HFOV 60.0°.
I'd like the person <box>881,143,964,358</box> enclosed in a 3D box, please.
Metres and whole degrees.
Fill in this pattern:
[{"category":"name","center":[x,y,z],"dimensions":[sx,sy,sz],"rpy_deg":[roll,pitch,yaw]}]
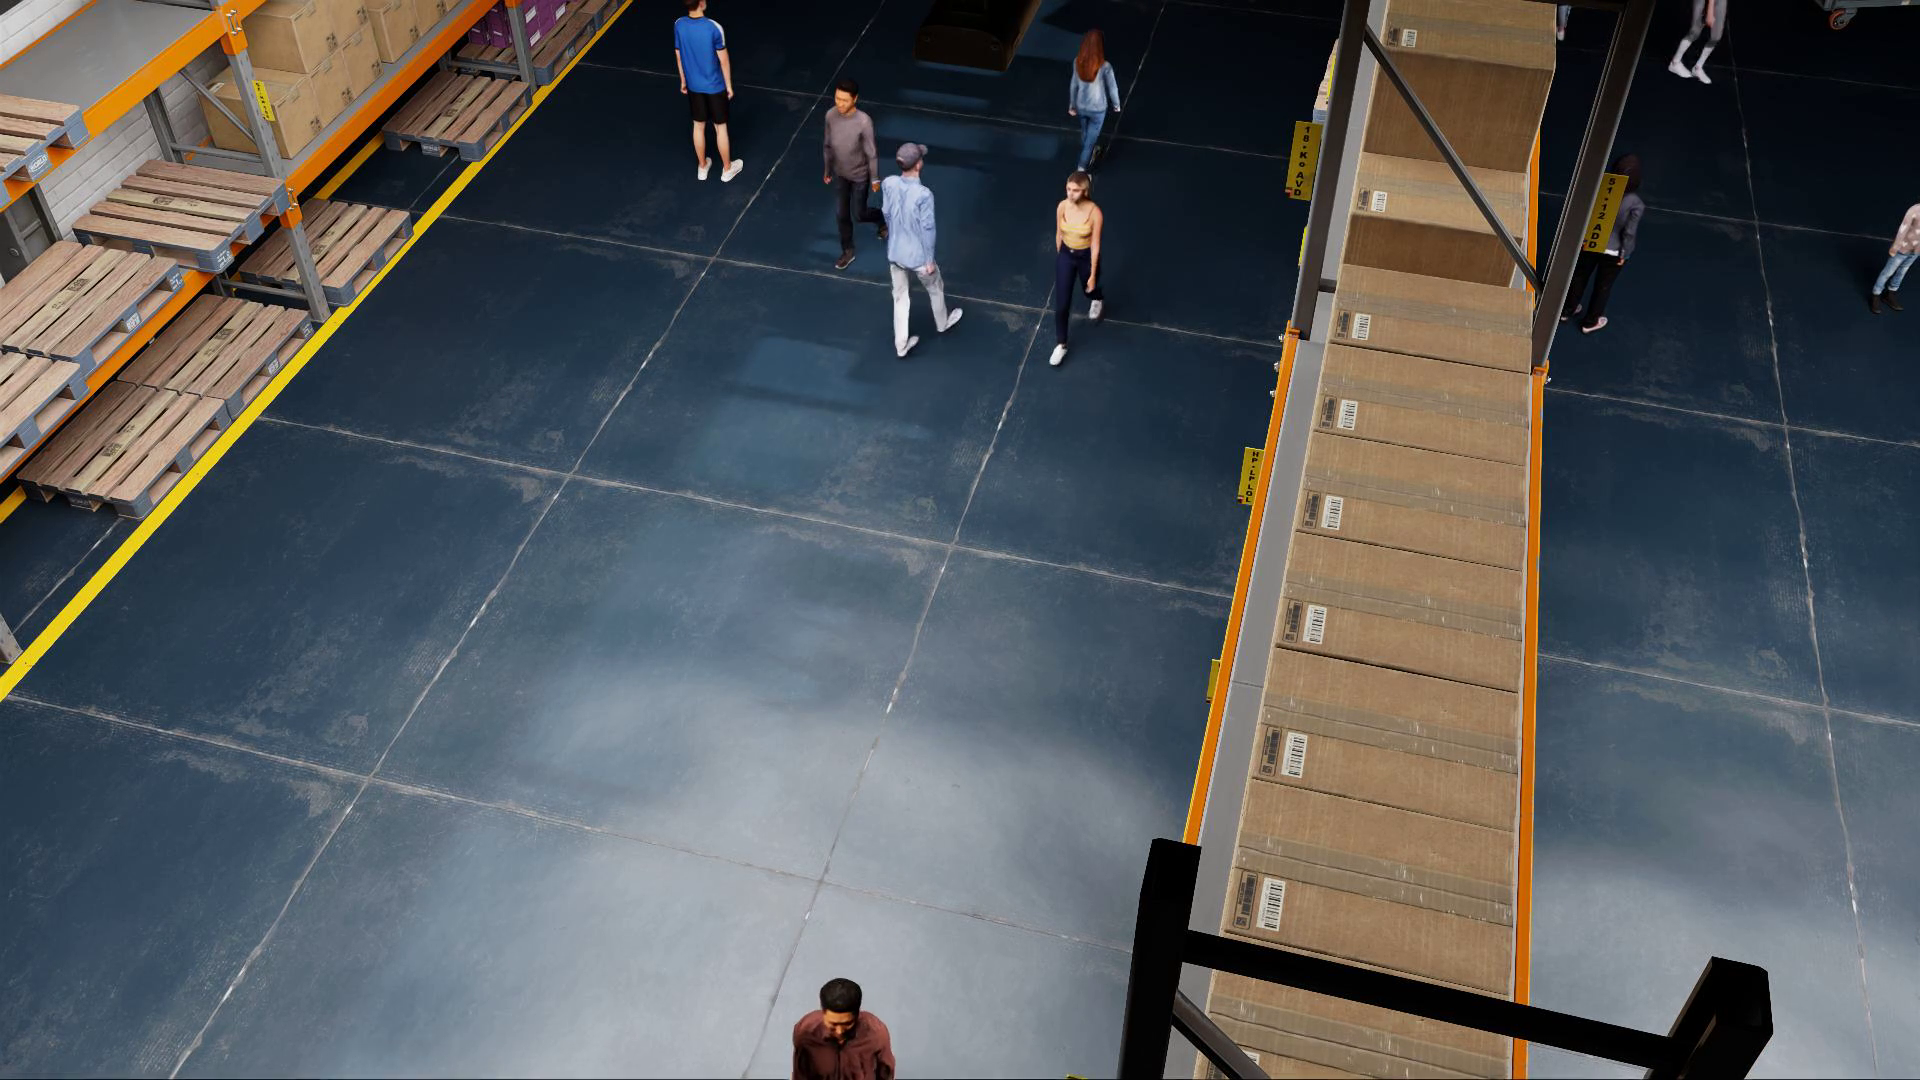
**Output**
[{"category":"person","center":[-0.427,-2.225,13.066],"dimensions":[0.862,1.866,1.044],"rpy_deg":[25,49,24]}]

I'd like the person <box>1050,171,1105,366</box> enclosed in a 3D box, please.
[{"category":"person","center":[0.984,-2.238,13.278],"dimensions":[0.679,1.593,1.158],"rpy_deg":[17,46,17]}]

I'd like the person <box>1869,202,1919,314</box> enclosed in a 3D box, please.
[{"category":"person","center":[7.865,-2.447,13.786],"dimensions":[0.546,1.194,0.569],"rpy_deg":[-7,44,-7]}]

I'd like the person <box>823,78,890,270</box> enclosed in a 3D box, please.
[{"category":"person","center":[-0.850,-3.151,14.125],"dimensions":[1.016,1.747,0.865],"rpy_deg":[12,45,12]}]

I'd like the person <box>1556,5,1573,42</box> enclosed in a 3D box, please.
[{"category":"person","center":[6.355,-5.953,17.107],"dimensions":[0.737,1.690,0.776],"rpy_deg":[-6,44,-7]}]

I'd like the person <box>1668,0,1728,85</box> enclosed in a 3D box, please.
[{"category":"person","center":[7.399,-5.337,16.482],"dimensions":[0.799,1.660,0.855],"rpy_deg":[-32,52,-29]}]

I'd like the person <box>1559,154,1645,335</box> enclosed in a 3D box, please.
[{"category":"person","center":[5.212,-2.411,13.457],"dimensions":[0.831,1.595,0.787],"rpy_deg":[-29,51,-27]}]

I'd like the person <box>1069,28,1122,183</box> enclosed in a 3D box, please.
[{"category":"person","center":[1.156,-3.888,15.110],"dimensions":[0.754,1.454,0.948],"rpy_deg":[26,49,25]}]

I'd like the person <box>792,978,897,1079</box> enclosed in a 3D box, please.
[{"category":"person","center":[-0.572,2.593,8.094],"dimensions":[0.776,1.749,1.148],"rpy_deg":[3,44,4]}]

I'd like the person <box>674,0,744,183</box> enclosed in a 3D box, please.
[{"category":"person","center":[-2.312,-4.140,15.076],"dimensions":[0.647,1.867,0.580],"rpy_deg":[9,44,9]}]
